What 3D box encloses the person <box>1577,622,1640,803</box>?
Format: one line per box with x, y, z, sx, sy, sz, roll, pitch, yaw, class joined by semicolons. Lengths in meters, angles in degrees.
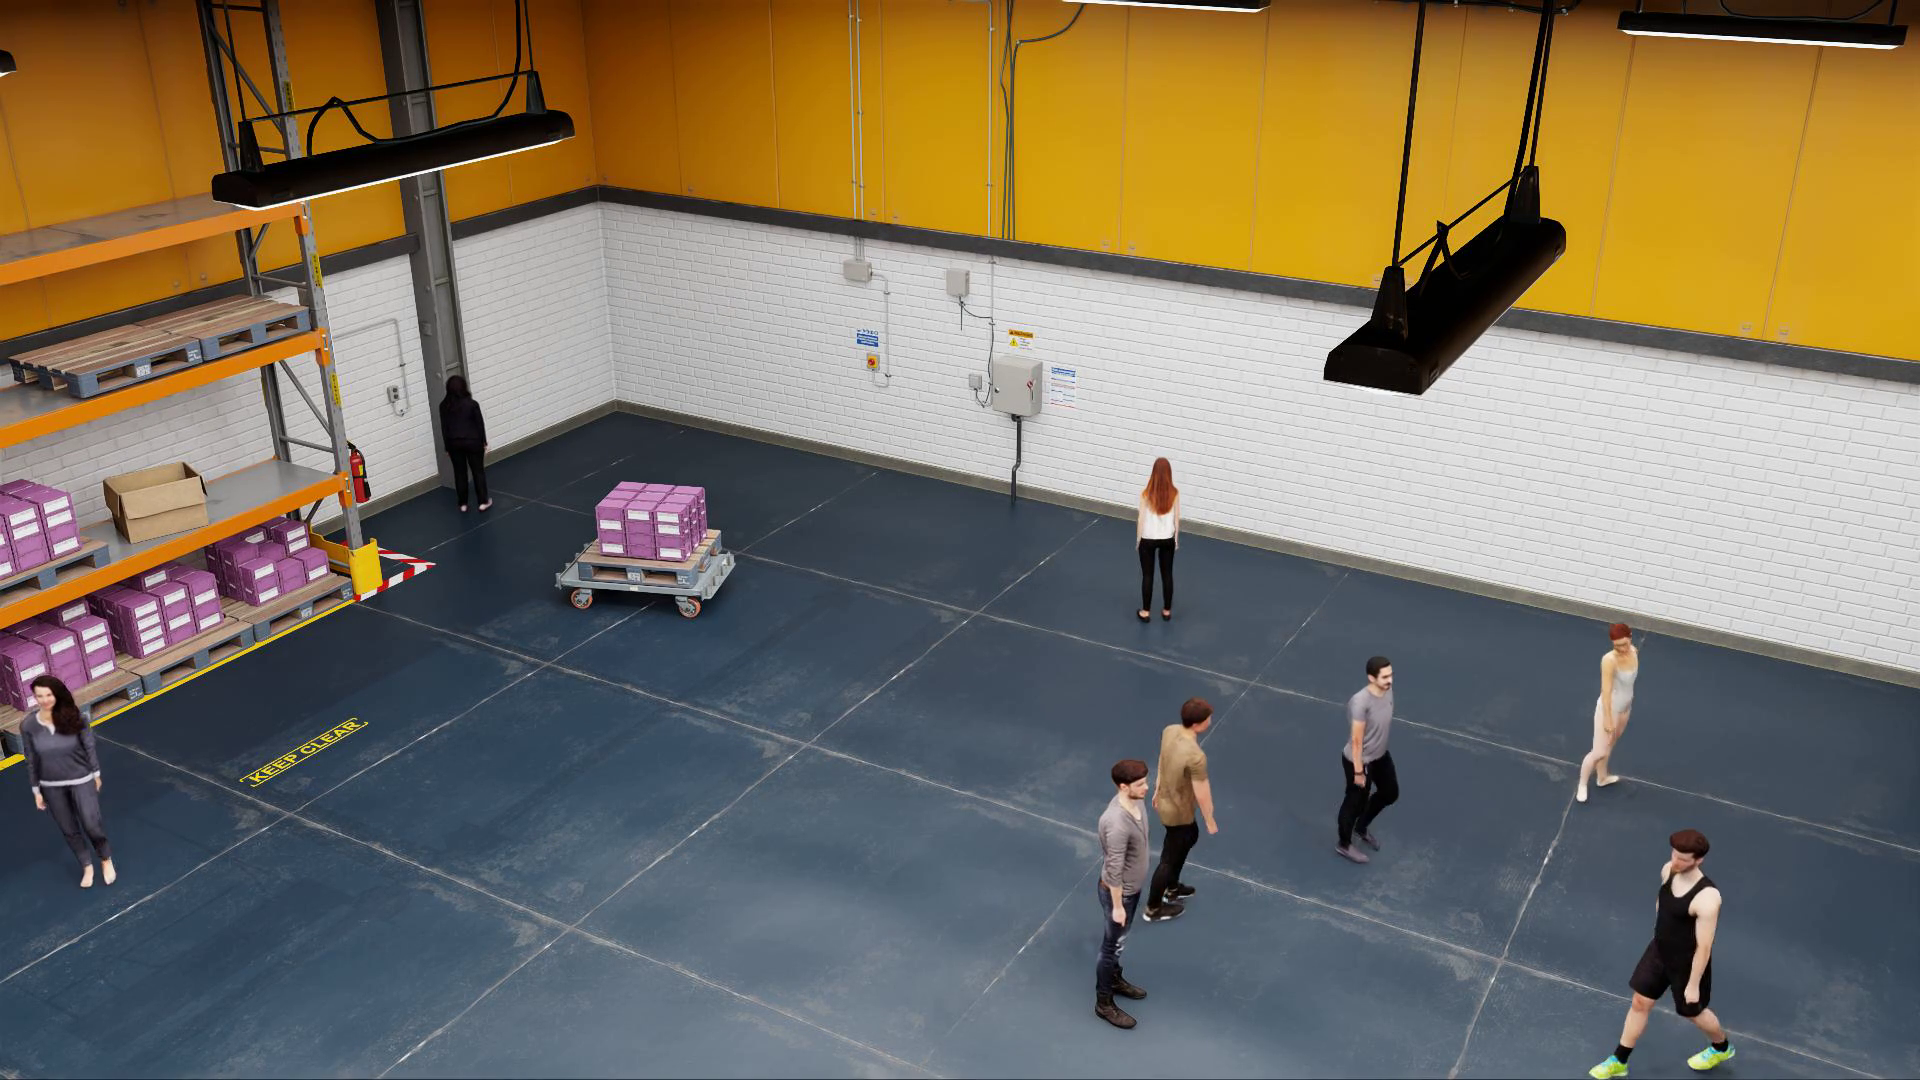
5.293;1.335;13.468;0.837;1.617;0.572;16;28;32;person

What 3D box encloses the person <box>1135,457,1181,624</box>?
1.953;-0.001;16.394;0.652;1.722;0.682;-3;24;-6;person

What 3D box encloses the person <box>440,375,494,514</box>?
-5.670;-1.103;19.047;0.762;1.616;0.802;-2;24;-5;person

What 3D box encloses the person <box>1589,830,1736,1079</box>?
4.554;2.583;10.324;1.303;1.848;1.233;-5;24;-11;person

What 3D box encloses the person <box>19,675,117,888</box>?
-6.610;1.760;12.323;0.736;1.755;0.802;-8;25;-18;person

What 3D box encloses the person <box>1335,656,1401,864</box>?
3.025;1.622;12.654;0.782;1.742;0.644;21;31;40;person

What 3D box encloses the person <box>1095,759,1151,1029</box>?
1.055;2.278;10.952;0.786;1.905;0.571;8;25;19;person

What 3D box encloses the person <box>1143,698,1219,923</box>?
1.459;1.942;11.815;0.926;1.829;0.867;-8;25;-18;person
